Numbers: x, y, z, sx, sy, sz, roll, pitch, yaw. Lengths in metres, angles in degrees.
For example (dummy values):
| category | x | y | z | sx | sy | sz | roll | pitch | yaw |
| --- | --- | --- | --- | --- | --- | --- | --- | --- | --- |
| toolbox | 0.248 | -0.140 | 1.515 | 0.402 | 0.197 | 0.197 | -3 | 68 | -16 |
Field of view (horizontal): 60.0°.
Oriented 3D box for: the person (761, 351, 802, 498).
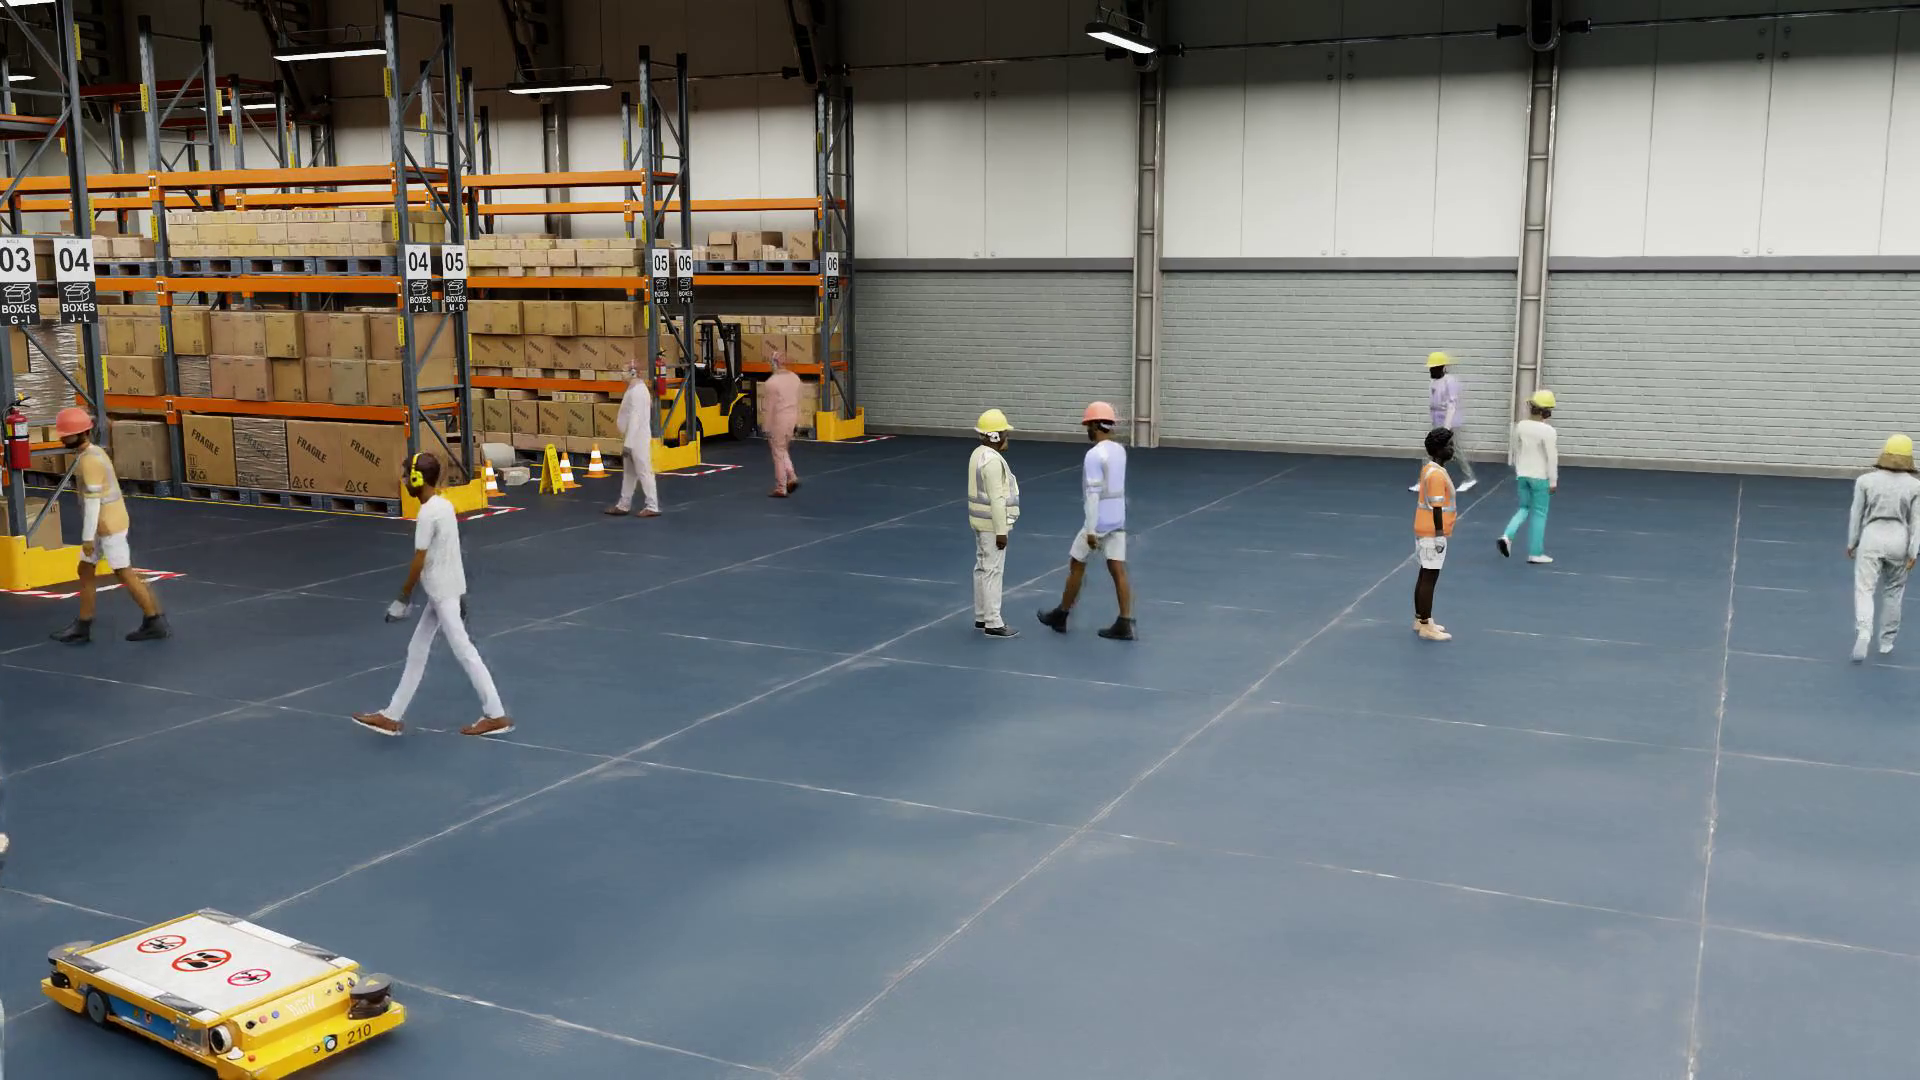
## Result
| category | x | y | z | sx | sy | sz | roll | pitch | yaw |
| --- | --- | --- | --- | --- | --- | --- | --- | --- | --- |
| person | -2.334 | -1.484 | 21.442 | 0.432 | 1.894 | 0.669 | 6 | 11 | 32 |

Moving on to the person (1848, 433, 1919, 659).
| category | x | y | z | sx | sy | sz | roll | pitch | yaw |
| --- | --- | --- | --- | --- | --- | --- | --- | --- | --- |
| person | 7.009 | 0.050 | 12.603 | 0.493 | 1.715 | 0.765 | 5 | 10 | 28 |

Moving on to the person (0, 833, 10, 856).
| category | x | y | z | sx | sy | sz | roll | pitch | yaw |
| --- | --- | --- | --- | --- | --- | --- | --- | --- | --- |
| person | -5.176 | 0.783 | 7.915 | 0.615 | 1.787 | 0.921 | 4 | 10 | 26 |

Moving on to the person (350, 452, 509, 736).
| category | x | y | z | sx | sy | sz | roll | pitch | yaw |
| --- | --- | --- | --- | --- | --- | --- | --- | --- | --- |
| person | -3.334 | 0.359 | 10.418 | 0.985 | 1.802 | 0.482 | -2 | 9 | -10 |

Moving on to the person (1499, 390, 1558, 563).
| category | x | y | z | sx | sy | sz | roll | pitch | yaw |
| --- | --- | --- | --- | --- | --- | --- | --- | --- | --- |
| person | 5.716 | -0.624 | 16.587 | 0.484 | 1.752 | 0.547 | -4 | 10 | -24 |

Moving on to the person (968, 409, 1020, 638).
| category | x | y | z | sx | sy | sz | roll | pitch | yaw |
| --- | --- | --- | --- | --- | --- | --- | --- | --- | --- |
| person | 0.273 | -0.133 | 13.352 | 0.404 | 1.837 | 0.590 | -2 | 10 | -14 |

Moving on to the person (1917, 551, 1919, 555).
| category | x | y | z | sx | sy | sz | roll | pitch | yaw |
| --- | --- | --- | --- | --- | --- | --- | --- | --- | --- |
| person | 10.273 | -0.751 | 17.127 | 0.730 | 1.847 | 0.530 | 0 | 9 | -2 |

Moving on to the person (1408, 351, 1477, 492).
| category | x | y | z | sx | sy | sz | roll | pitch | yaw |
| --- | --- | --- | --- | --- | --- | --- | --- | --- | --- |
| person | 6.430 | -1.554 | 21.972 | 0.946 | 1.879 | 0.588 | -3 | 10 | -20 |

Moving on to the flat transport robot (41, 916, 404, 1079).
| category | x | y | z | sx | sy | sz | roll | pitch | yaw |
| --- | --- | --- | --- | --- | --- | --- | --- | --- | --- |
| flat transport robot | -2.919 | 1.758 | 6.543 | 1.431 | 0.197 | 0.652 | 6 | 11 | 33 |

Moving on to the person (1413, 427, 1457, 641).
| category | x | y | z | sx | sy | sz | roll | pitch | yaw |
| --- | --- | --- | --- | --- | --- | --- | --- | --- | --- |
| person | 3.794 | -0.052 | 13.283 | 0.319 | 1.697 | 0.533 | 1 | 9 | 9 |

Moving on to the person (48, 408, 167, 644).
| category | x | y | z | sx | sy | sz | roll | pitch | yaw |
| --- | --- | --- | --- | --- | --- | --- | --- | --- | --- |
| person | -6.740 | -0.102 | 13.000 | 0.930 | 1.878 | 0.567 | -6 | 11 | -31 |

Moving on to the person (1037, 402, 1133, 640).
| category | x | y | z | sx | sy | sz | roll | pitch | yaw |
| --- | --- | --- | --- | --- | --- | --- | --- | --- | --- |
| person | 1.043 | -0.163 | 13.371 | 0.953 | 1.883 | 0.550 | 7 | 12 | 38 |

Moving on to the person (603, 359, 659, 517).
| category | x | y | z | sx | sy | sz | roll | pitch | yaw |
| --- | --- | --- | --- | --- | --- | --- | --- | --- | --- |
| person | -3.902 | -1.195 | 19.739 | 0.548 | 1.905 | 0.675 | -3 | 10 | -16 |

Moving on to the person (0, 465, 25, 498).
| category | x | y | z | sx | sy | sz | roll | pitch | yaw |
| --- | --- | --- | --- | --- | --- | --- | --- | --- | --- |
| person | -11.036 | -1.069 | 19.076 | 0.429 | 1.842 | 0.633 | 6 | 11 | 32 |

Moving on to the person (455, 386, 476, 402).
| category | x | y | z | sx | sy | sz | roll | pitch | yaw |
| --- | --- | --- | --- | --- | --- | --- | --- | --- | --- |
| person | -8.401 | -2.658 | 28.209 | 0.535 | 2.000 | 0.684 | 6 | 11 | 34 |
